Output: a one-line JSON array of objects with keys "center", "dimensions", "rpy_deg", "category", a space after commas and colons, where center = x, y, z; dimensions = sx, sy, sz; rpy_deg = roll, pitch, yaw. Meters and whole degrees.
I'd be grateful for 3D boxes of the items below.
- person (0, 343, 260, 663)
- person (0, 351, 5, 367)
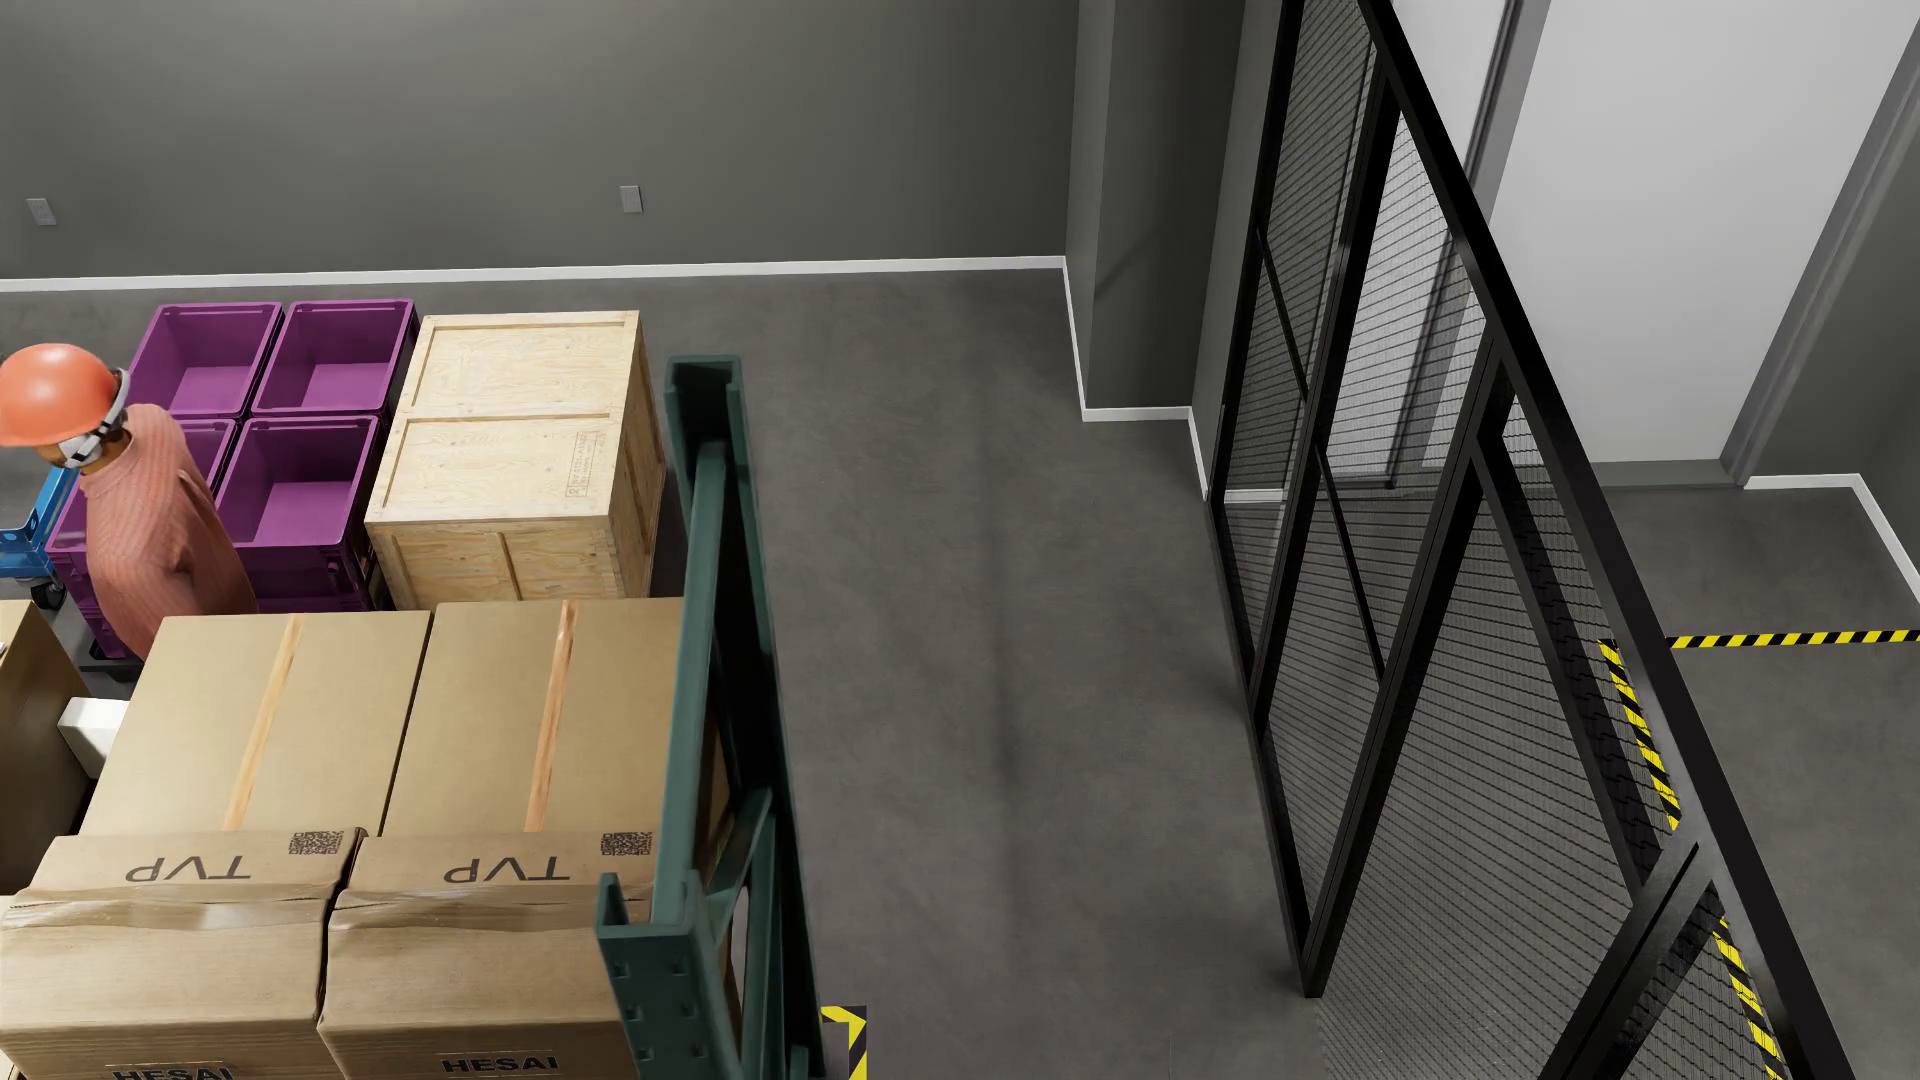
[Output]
[{"center": [-2.060, 0.260, 4.470], "dimensions": [0.392, 1.991, 0.625], "rpy_deg": [-12, 48, -11], "category": "person"}, {"center": [-4.037, -1.273, 5.972], "dimensions": [0.372, 1.940, 0.627], "rpy_deg": [-3, 46, -3], "category": "person"}]
